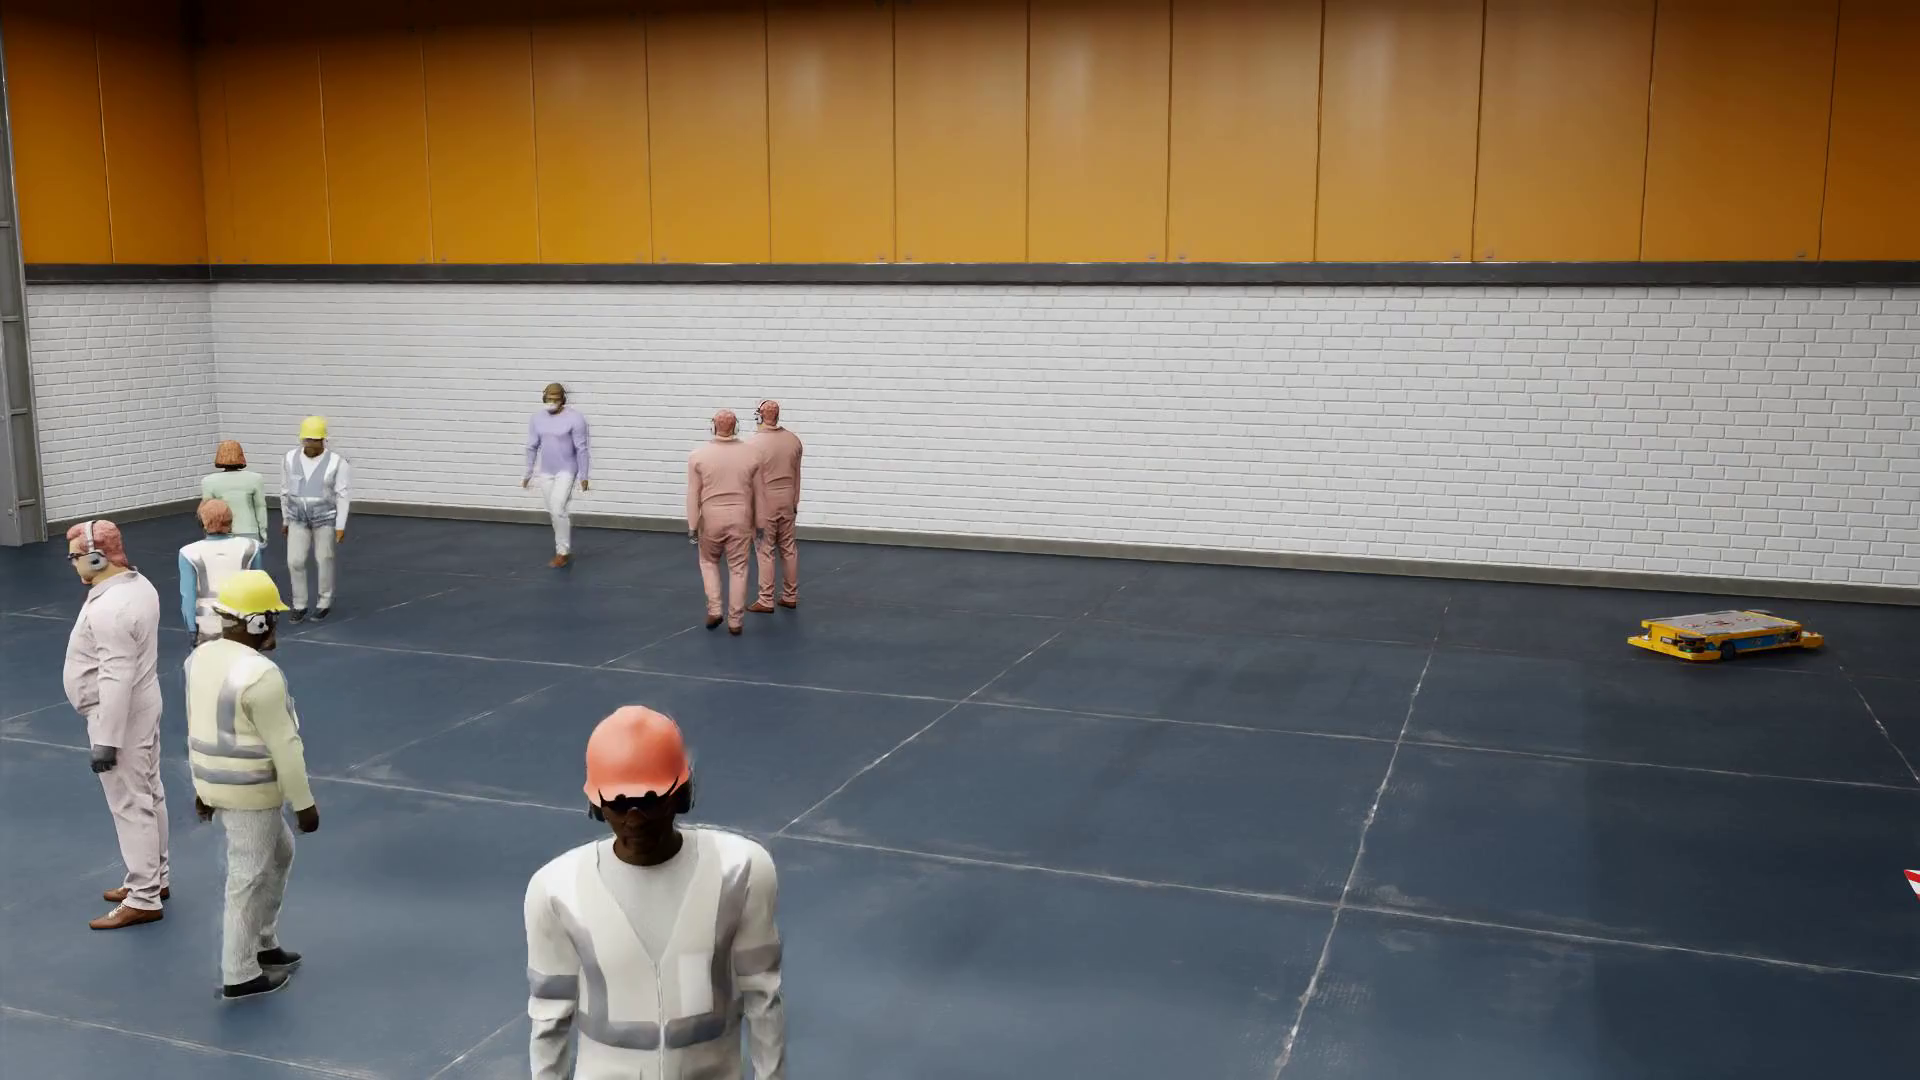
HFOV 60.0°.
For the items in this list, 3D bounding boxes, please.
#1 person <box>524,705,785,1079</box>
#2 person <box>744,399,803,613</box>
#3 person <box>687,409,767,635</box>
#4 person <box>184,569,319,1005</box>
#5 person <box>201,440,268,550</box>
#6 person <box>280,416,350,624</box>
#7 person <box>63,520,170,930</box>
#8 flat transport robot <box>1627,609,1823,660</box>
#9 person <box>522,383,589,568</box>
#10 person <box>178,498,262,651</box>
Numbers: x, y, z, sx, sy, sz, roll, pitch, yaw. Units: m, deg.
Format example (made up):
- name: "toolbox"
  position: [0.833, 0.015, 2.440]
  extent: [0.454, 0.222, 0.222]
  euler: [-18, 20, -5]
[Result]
- name: "person"
  position: [-0.745, 1.368, 4.136]
  extent: [0.626, 2.023, 0.585]
  euler: [-2, 9, -11]
- name: "person"
  position: [-1.706, -0.302, 14.855]
  extent: [0.401, 1.910, 0.641]
  euler: [9, 13, 44]
- name: "person"
  position: [-1.961, -0.155, 13.972]
  extent: [0.679, 1.890, 0.505]
  euler: [-2, 9, -15]
- name: "person"
  position: [-2.904, 1.020, 6.943]
  extent: [0.604, 1.808, 0.550]
  euler: [8, 12, 42]
- name: "person"
  position: [-6.088, -0.028, 13.999]
  extent: [0.498, 1.634, 0.278]
  euler: [-5, 10, -27]
- name: "person"
  position: [-5.565, -0.162, 14.303]
  extent: [0.607, 1.800, 0.596]
  euler: [0, 9, -2]
- name: "person"
  position: [-3.934, 0.847, 7.752]
  extent: [0.406, 1.902, 0.636]
  euler: [-3, 9, -15]
- name: "flat transport robot"
  position: [6.157, 0.753, 13.372]
  extent: [1.431, 0.197, 0.652]
  euler: [-4, 10, -24]
- name: "person"
  position: [-4.152, -0.654, 17.021]
  extent: [0.651, 1.908, 0.631]
  euler: [4, 10, 23]
- name: "person"
  position: [-4.692, 0.533, 10.589]
  extent: [0.521, 1.614, 0.699]
  euler: [-6, 11, -33]
